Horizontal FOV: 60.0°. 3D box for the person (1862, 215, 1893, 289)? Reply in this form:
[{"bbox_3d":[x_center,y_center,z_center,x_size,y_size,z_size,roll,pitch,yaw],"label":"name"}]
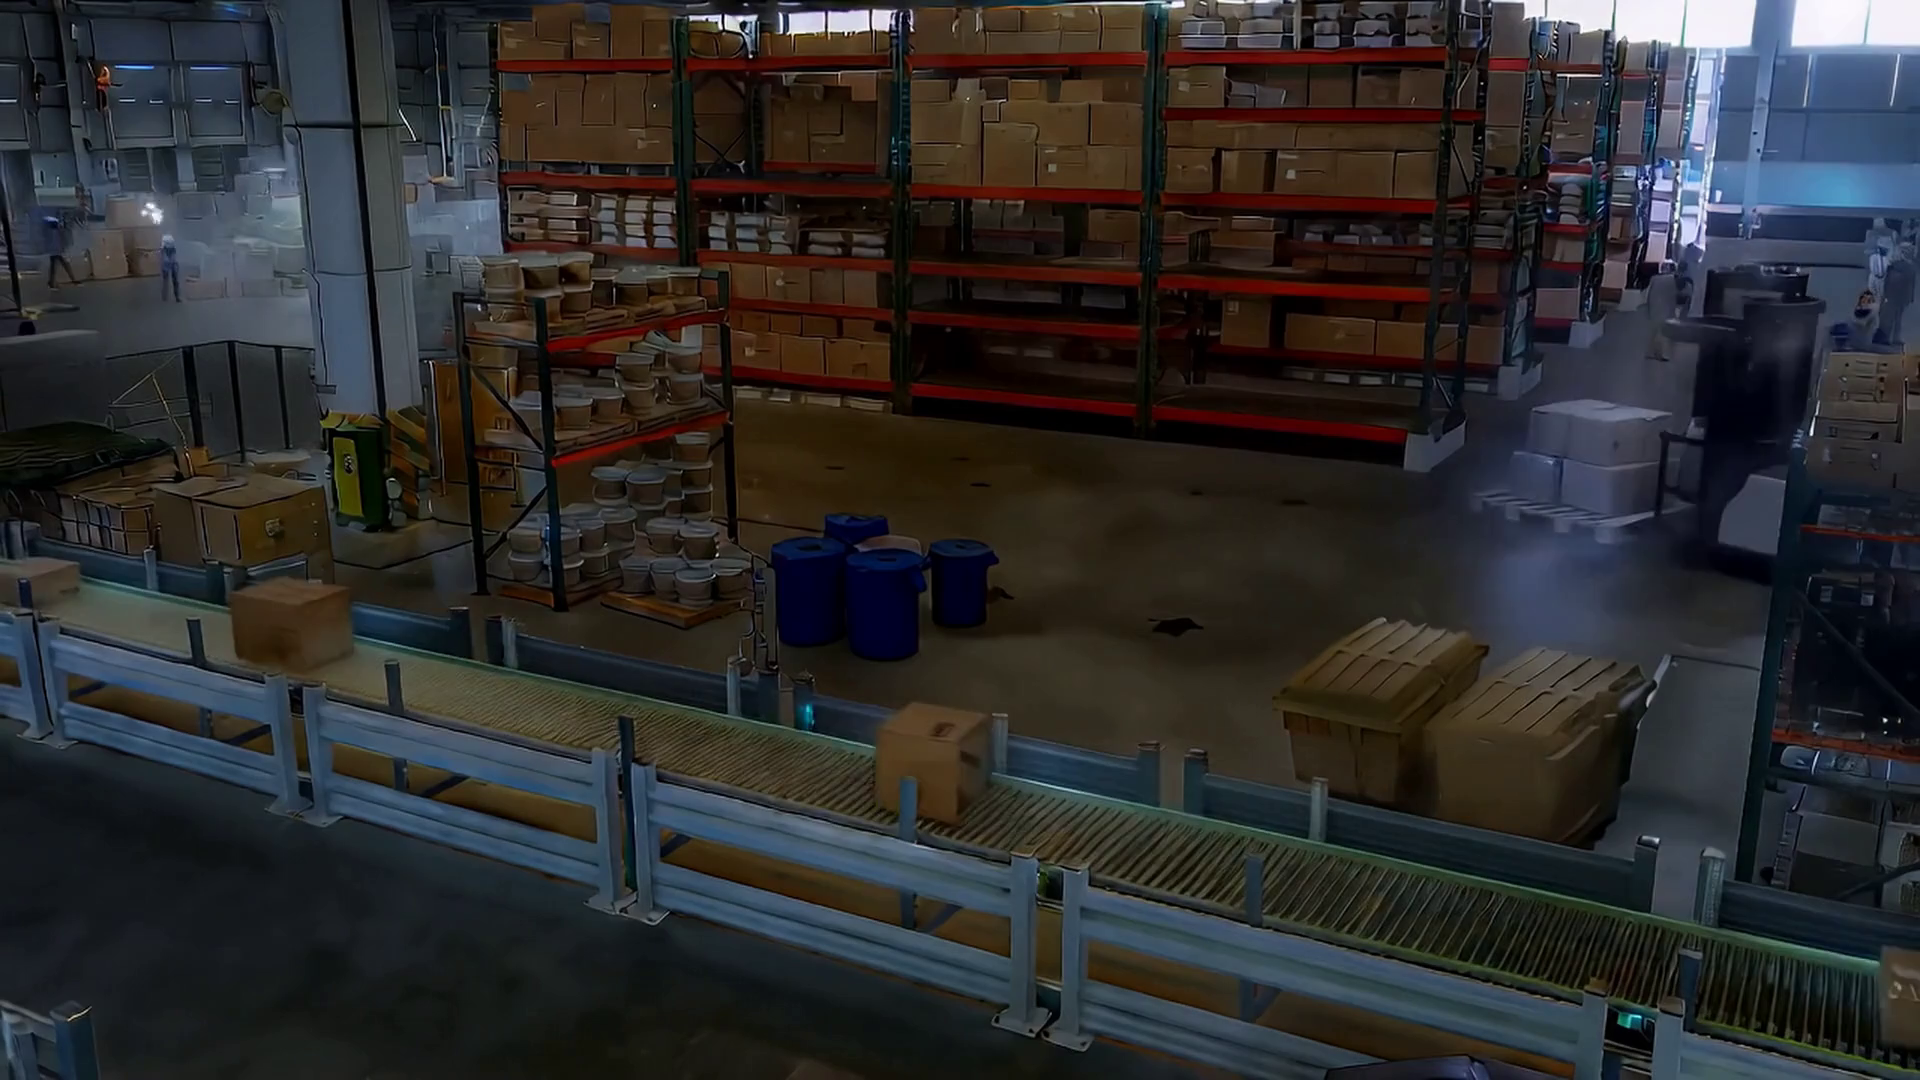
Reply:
[{"bbox_3d":[23.642,-7.425,42.902,0.655,1.894,0.451,3,15,13],"label":"person"}]

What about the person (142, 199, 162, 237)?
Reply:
[{"bbox_3d":[-24.298,-9.265,49.845,0.651,1.878,1.032,5,16,18],"label":"person"}]

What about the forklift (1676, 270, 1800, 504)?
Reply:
[{"bbox_3d":[9.346,-1.800,19.868,1.129,2.768,1.873,8,17,27],"label":"forklift"}]

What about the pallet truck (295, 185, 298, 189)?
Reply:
[{"bbox_3d":[-26.804,-14.617,69.738,1.885,1.965,0.823,-14,20,-42],"label":"pallet truck"}]

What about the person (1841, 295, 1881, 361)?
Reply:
[{"bbox_3d":[14.196,-2.976,26.373,0.748,1.789,0.642,-13,20,-41],"label":"person"}]

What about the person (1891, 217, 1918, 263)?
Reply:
[{"bbox_3d":[24.436,-7.441,43.074,0.597,1.830,0.526,7,16,24],"label":"person"}]

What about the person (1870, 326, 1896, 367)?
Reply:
[{"bbox_3d":[13.380,-2.338,24.347,0.510,1.585,0.840,-5,16,-18],"label":"person"}]

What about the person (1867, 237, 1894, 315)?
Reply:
[{"bbox_3d":[18.964,-5.226,34.340,0.609,2.048,0.367,-13,20,-41],"label":"person"}]

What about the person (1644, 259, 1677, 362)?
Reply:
[{"bbox_3d":[13.152,-4.293,31.125,0.399,1.900,0.643,-5,16,-19],"label":"person"}]

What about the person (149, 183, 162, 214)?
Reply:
[{"bbox_3d":[-30.239,-12.554,62.560,0.320,1.695,0.537,3,15,12],"label":"person"}]

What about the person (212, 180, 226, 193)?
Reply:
[{"bbox_3d":[-26.671,-12.001,60.056,0.628,1.929,0.361,7,16,24],"label":"person"}]

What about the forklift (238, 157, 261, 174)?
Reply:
[{"bbox_3d":[-24.311,-11.728,57.189,1.873,2.768,1.129,1,15,3],"label":"forklift"}]

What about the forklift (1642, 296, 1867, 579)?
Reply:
[{"bbox_3d":[8.376,-1.092,17.207,1.129,2.768,1.873,-10,18,-32],"label":"forklift"}]

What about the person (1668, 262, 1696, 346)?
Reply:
[{"bbox_3d":[14.356,-4.717,33.179,0.522,1.655,0.862,7,16,24],"label":"person"}]

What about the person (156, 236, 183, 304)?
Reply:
[{"bbox_3d":[-18.999,-6.479,39.866,0.630,1.615,0.522,12,19,37],"label":"person"}]

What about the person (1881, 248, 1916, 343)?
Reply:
[{"bbox_3d":[18.826,-4.894,33.363,0.643,1.909,0.410,-2,15,-7],"label":"person"}]

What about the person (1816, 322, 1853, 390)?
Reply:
[{"bbox_3d":[11.751,-2.009,22.543,0.977,1.886,0.547,10,18,32],"label":"person"}]

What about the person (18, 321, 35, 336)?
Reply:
[{"bbox_3d":[-13.505,-2.355,24.239,0.545,1.666,0.637,6,16,23],"label":"person"}]

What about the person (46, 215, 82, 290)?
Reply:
[{"bbox_3d":[-23.074,-7.367,42.685,0.867,1.893,0.604,-4,15,-15],"label":"person"}]
